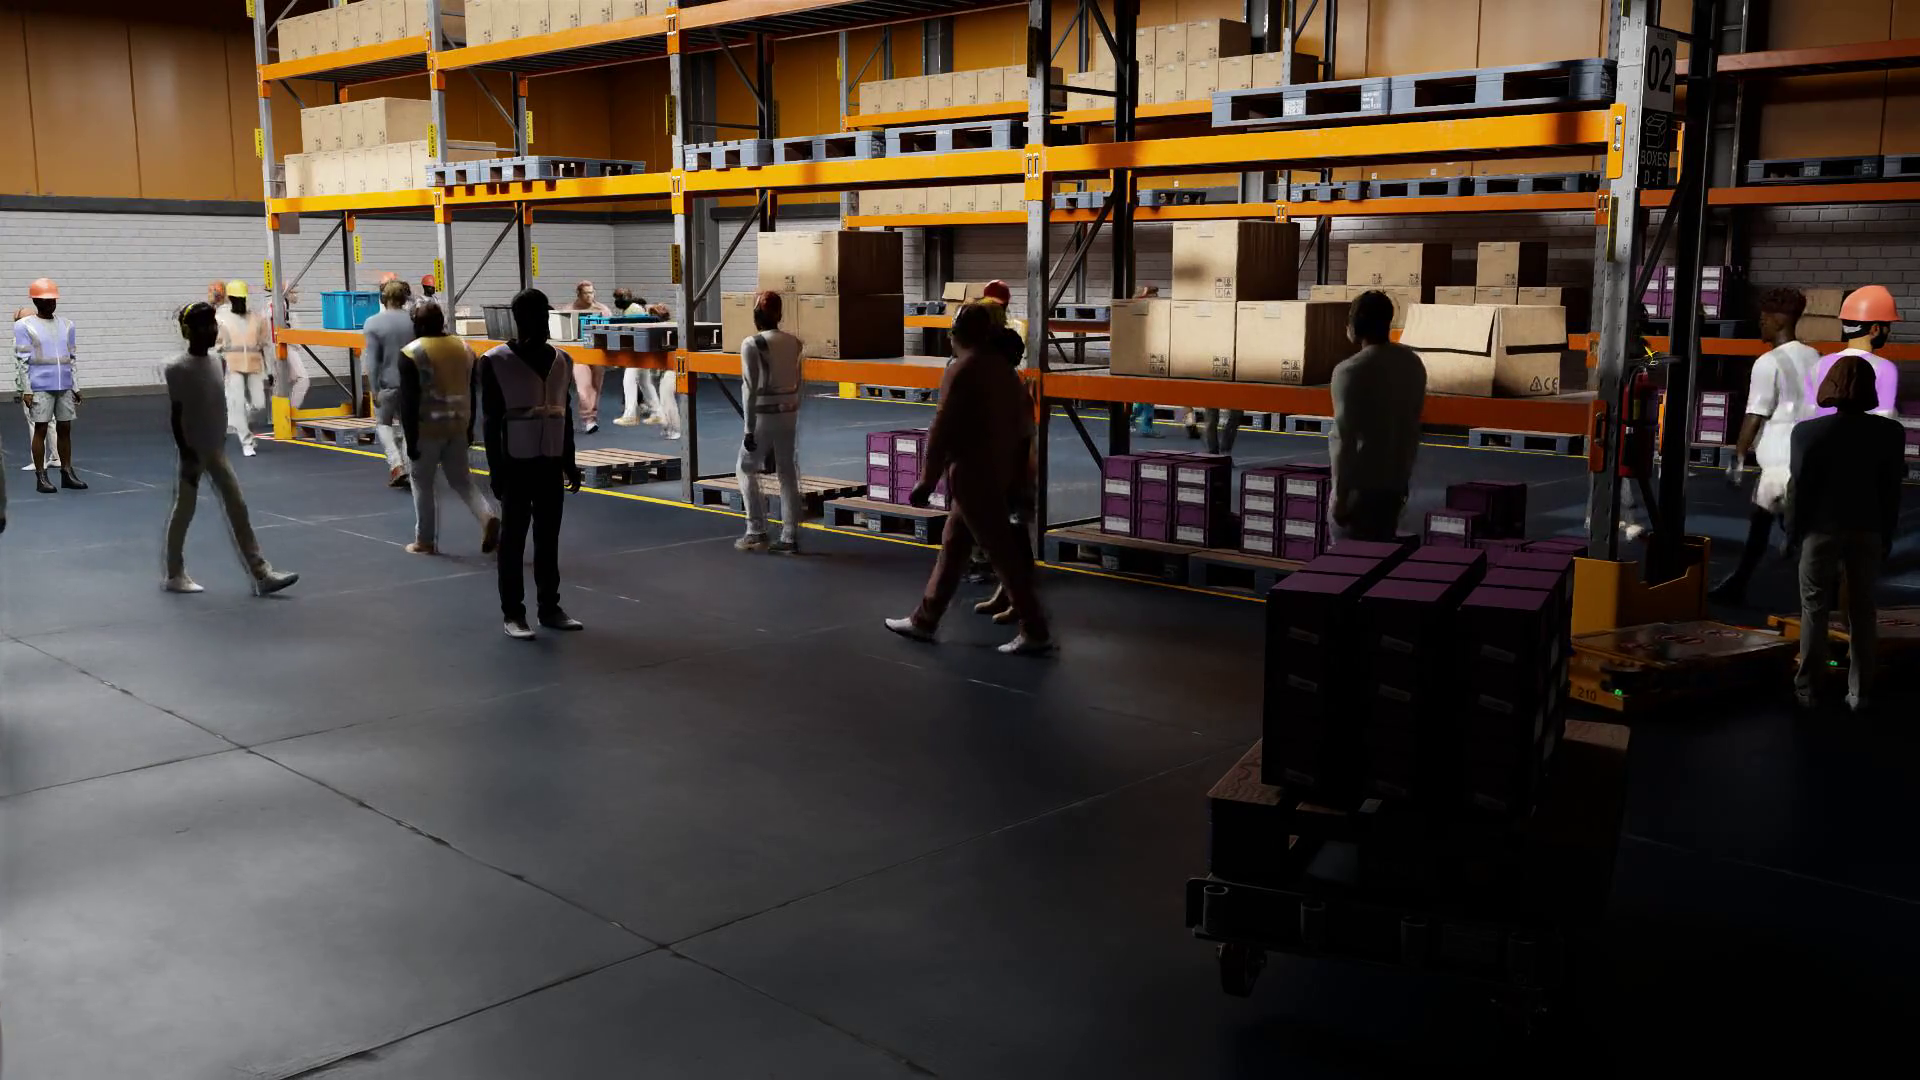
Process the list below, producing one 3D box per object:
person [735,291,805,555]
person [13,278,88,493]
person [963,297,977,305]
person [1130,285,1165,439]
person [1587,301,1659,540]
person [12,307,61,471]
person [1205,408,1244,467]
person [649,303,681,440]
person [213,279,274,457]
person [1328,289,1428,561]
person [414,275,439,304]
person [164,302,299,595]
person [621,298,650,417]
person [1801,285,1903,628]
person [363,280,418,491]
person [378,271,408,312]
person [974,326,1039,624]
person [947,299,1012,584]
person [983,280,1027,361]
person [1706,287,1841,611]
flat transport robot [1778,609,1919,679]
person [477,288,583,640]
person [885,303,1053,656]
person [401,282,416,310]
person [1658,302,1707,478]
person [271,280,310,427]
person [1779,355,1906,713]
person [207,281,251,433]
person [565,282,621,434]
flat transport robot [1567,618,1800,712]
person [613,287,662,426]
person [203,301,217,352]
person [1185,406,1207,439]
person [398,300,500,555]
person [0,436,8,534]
[{"bbox_3d":[-1.373,-0.823,11.805,0.652,1.860,0.604,8,12,42],"label":"person"},{"bbox_3d":[-8.248,-1.400,15.109,0.360,1.938,0.546,5,11,30],"label":"person"},{"bbox_3d":[0.161,-2.577,23.283,0.497,1.629,0.276,-4,10,-22],"label":"person"},{"bbox_3d":[2.215,-2.111,19.770,0.423,1.832,0.597,4,10,24],"label":"person"},{"bbox_3d":[5.074,-0.907,12.528,0.617,1.794,0.835,-6,11,-32],"label":"person"},{"bbox_3d":[-9.277,-1.511,16.703,0.310,1.639,0.514,2,9,11],"label":"person"},{"bbox_3d":[2.634,-1.655,16.756,0.595,1.907,0.439,-3,10,-19],"label":"person"},{"bbox_3d":[-3.527,-2.020,19.913,0.343,1.612,0.760,-3,10,-17],"label":"person"},{"bbox_3d":[-7.785,-1.868,18.049,0.610,1.913,0.540,-7,11,-35],"label":"person"},{"bbox_3d":[2.075,-0.273,8.241,0.640,1.927,0.648,-6,11,-34],"label":"person"},{"bbox_3d":[-8.679,-3.382,27.306,0.377,1.930,0.539,3,10,17],"label":"person"},{"bbox_3d":[-4.599,-0.540,10.205,0.992,1.815,0.545,3,10,19],"label":"person"},{"bbox_3d":[-4.447,-2.512,22.876,0.940,1.620,0.541,8,12,41],"label":"person"},{"bbox_3d":[4.519,-0.310,8.423,0.369,1.939,0.542,-3,10,-16],"label":"person"},{"bbox_3d":[-5.118,-1.401,15.152,0.639,1.920,0.442,-7,12,-38],"label":"person"},{"bbox_3d":[-8.093,-2.803,23.525,0.609,2.008,0.985,-7,12,-38],"label":"person"},{"bbox_3d":[0.276,-0.371,9.529,0.322,1.699,0.536,-3,10,-15],"label":"person"},{"bbox_3d":[0.159,-0.636,10.791,0.404,1.827,0.607,6,11,33],"label":"person"},{"bbox_3d":[0.314,-1.263,14.303,0.542,1.929,0.368,3,10,19],"label":"person"},{"bbox_3d":[4.801,-0.496,9.628,0.616,1.926,0.976,-7,12,-38],"label":"person"},{"bbox_3d":[4.839,0.509,8.502,1.431,0.197,0.652,-3,10,-15],"label":"flat transport robot"},{"bbox_3d":[-2.366,-0.424,9.191,0.391,1.919,0.593,7,12,37],"label":"person"},{"bbox_3d":[0.070,-0.318,8.778,1.017,1.842,0.628,4,10,23],"label":"person"},{"bbox_3d":[-9.176,-3.415,27.890,0.530,1.810,0.820,-2,9,-13],"label":"person"},{"bbox_3d":[6.980,-1.449,16.008,0.492,1.742,0.320,-9,13,-42],"label":"person"},{"bbox_3d":[-8.563,-2.372,21.234,0.606,1.873,0.784,-4,10,-23],"label":"person"},{"bbox_3d":[4.002,-0.019,7.576,0.497,1.633,0.284,1,9,6],"label":"person"},{"bbox_3d":[-9.008,-2.236,20.464,0.458,1.873,0.600,-4,10,-25],"label":"person"},{"bbox_3d":[-4.521,-2.226,20.428,0.658,1.859,0.991,-6,11,-31],"label":"person"},{"bbox_3d":[3.437,0.583,8.050,1.431,0.197,0.652,-5,11,-29],"label":"flat transport robot"},{"bbox_3d":[-4.227,-2.372,21.545,0.785,1.786,0.645,-4,10,-24],"label":"person"},{"bbox_3d":[-10.203,-2.451,22.619,0.848,1.591,0.512,5,11,30],"label":"person"},{"bbox_3d":[2.878,-2.211,19.943,0.688,2.001,0.887,1,9,5],"label":"person"},{"bbox_3d":[-3.591,-0.765,11.632,0.774,1.815,0.647,7,12,37],"label":"person"},{"bbox_3d":[-4.905,-0.144,8.045,0.527,1.738,0.638,-5,10,-26],"label":"person"}]
